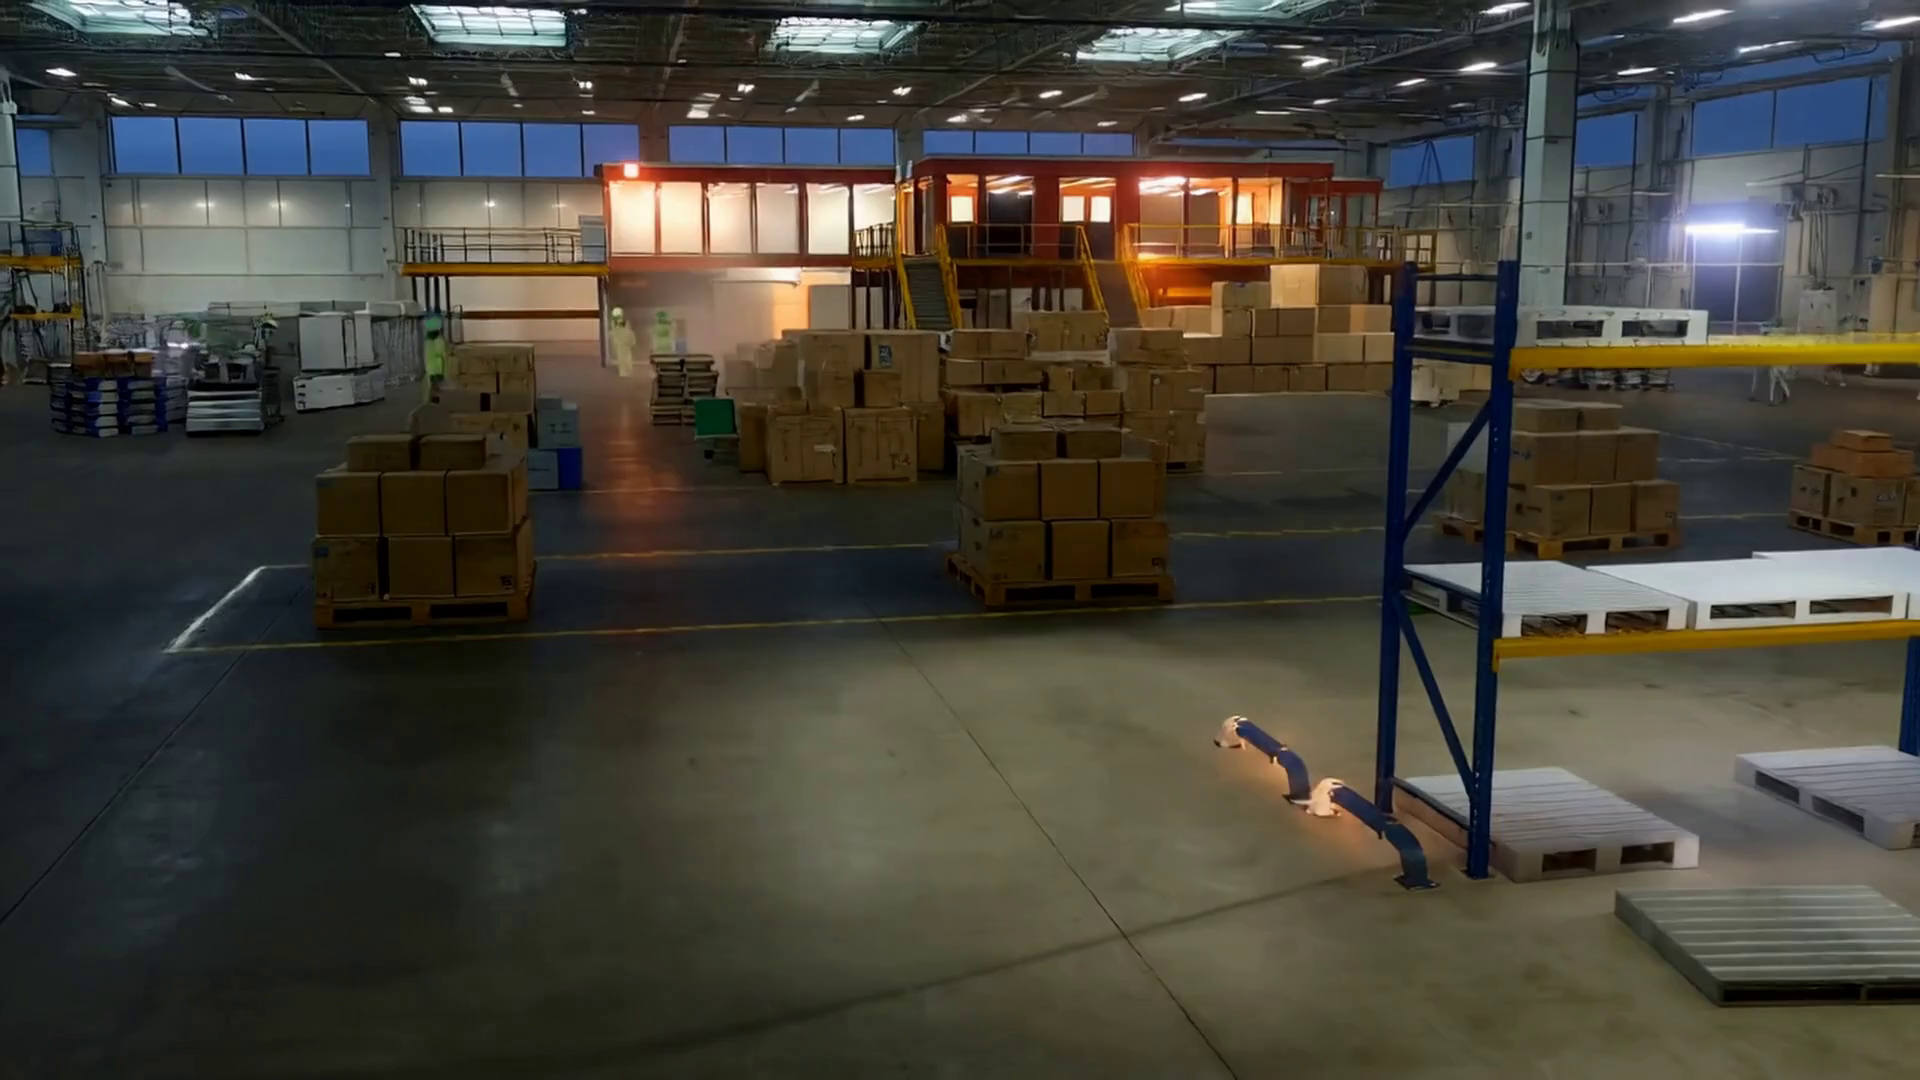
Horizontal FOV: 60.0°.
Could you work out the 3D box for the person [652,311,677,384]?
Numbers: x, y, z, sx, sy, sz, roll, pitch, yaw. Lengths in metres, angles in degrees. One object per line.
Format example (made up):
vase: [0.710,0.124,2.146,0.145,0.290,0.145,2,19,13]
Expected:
person: [-7.544,-4.892,42.407,0.606,1.900,0.584,1,9,5]

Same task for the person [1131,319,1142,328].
person: [3.865,-3.919,36.577,0.520,1.874,0.327,0,9,-1]

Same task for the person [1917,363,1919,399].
person: [21.747,-4.056,37.306,0.548,1.915,0.831,1,9,3]

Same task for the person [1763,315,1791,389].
person: [20.184,-4.659,41.207,0.653,1.829,0.521,8,12,41]

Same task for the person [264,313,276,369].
person: [-19.039,-5.399,45.953,0.519,1.757,0.339,9,13,44]

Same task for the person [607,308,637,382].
person: [-8.881,-5.163,43.650,0.722,2.000,1.047,0,9,-1]

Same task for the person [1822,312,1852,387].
person: [22.269,-4.830,42.147,0.594,1.875,0.990,-4,10,-24]

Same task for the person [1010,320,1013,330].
person: [1.218,-3.410,33.178,0.663,1.987,1.013,-2,10,-13]

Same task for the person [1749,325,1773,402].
person: [18.051,-3.972,37.326,0.525,1.733,0.861,9,13,42]

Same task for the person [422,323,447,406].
person: [-10.394,-3.285,32.622,0.569,1.896,0.930,4,10,25]

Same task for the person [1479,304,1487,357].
person: [14.324,-5.471,45.662,0.382,1.995,0.612,0,9,-3]

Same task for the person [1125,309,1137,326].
person: [4.535,-5.026,43.130,0.379,1.937,0.629,-8,12,-41]

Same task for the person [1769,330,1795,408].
person: [17.535,-3.636,35.414,0.465,1.680,0.553,-4,10,-24]

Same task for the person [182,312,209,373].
person: [-19.406,-4.837,42.198,0.590,1.856,0.741,-2,10,-12]
